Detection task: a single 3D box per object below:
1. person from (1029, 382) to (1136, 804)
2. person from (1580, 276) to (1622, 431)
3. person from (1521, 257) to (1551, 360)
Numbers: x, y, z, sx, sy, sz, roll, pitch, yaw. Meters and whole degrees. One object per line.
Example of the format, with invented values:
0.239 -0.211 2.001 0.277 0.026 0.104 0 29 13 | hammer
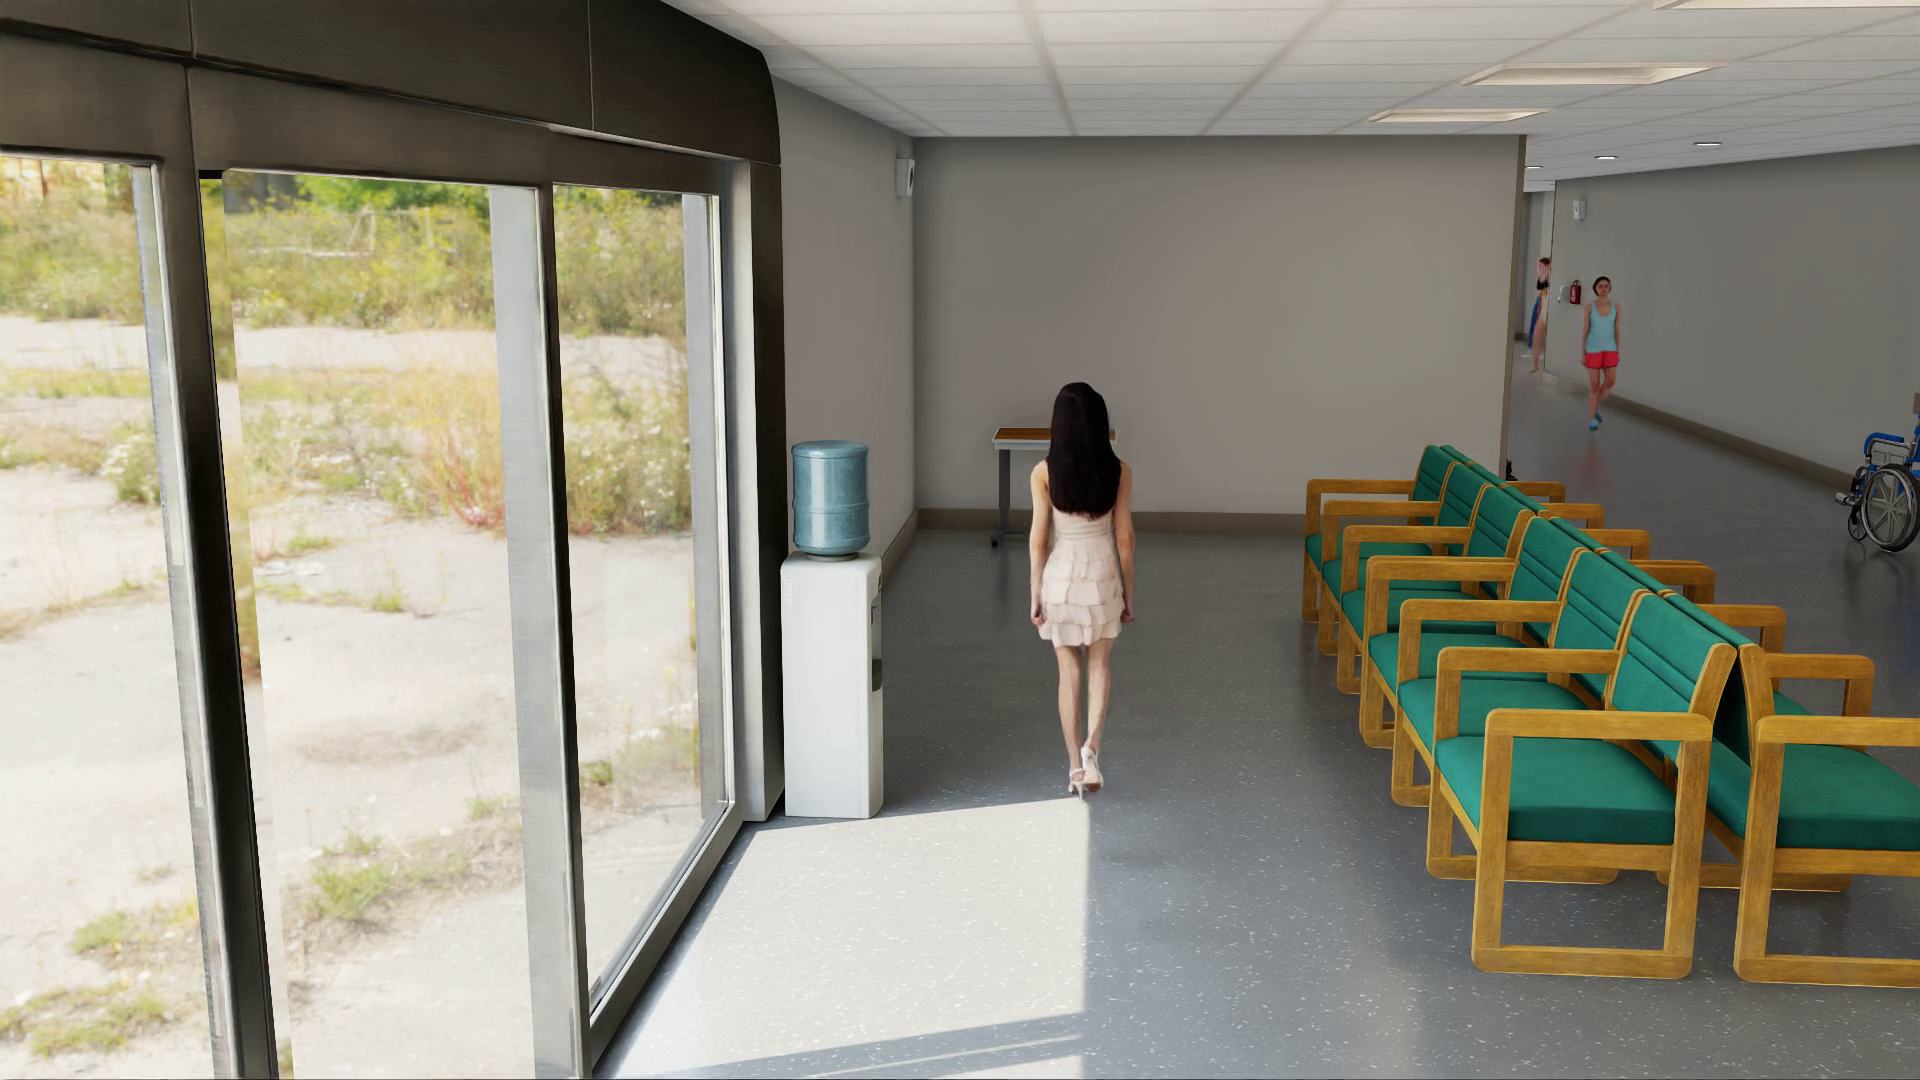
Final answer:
0.488 0.249 6.611 0.704 1.728 0.683 0 11 -1 | person
7.348 -2.139 19.131 0.647 1.753 0.674 2 11 8 | person
10.201 -3.988 28.865 1.007 1.756 0.897 -7 13 -33 | person
